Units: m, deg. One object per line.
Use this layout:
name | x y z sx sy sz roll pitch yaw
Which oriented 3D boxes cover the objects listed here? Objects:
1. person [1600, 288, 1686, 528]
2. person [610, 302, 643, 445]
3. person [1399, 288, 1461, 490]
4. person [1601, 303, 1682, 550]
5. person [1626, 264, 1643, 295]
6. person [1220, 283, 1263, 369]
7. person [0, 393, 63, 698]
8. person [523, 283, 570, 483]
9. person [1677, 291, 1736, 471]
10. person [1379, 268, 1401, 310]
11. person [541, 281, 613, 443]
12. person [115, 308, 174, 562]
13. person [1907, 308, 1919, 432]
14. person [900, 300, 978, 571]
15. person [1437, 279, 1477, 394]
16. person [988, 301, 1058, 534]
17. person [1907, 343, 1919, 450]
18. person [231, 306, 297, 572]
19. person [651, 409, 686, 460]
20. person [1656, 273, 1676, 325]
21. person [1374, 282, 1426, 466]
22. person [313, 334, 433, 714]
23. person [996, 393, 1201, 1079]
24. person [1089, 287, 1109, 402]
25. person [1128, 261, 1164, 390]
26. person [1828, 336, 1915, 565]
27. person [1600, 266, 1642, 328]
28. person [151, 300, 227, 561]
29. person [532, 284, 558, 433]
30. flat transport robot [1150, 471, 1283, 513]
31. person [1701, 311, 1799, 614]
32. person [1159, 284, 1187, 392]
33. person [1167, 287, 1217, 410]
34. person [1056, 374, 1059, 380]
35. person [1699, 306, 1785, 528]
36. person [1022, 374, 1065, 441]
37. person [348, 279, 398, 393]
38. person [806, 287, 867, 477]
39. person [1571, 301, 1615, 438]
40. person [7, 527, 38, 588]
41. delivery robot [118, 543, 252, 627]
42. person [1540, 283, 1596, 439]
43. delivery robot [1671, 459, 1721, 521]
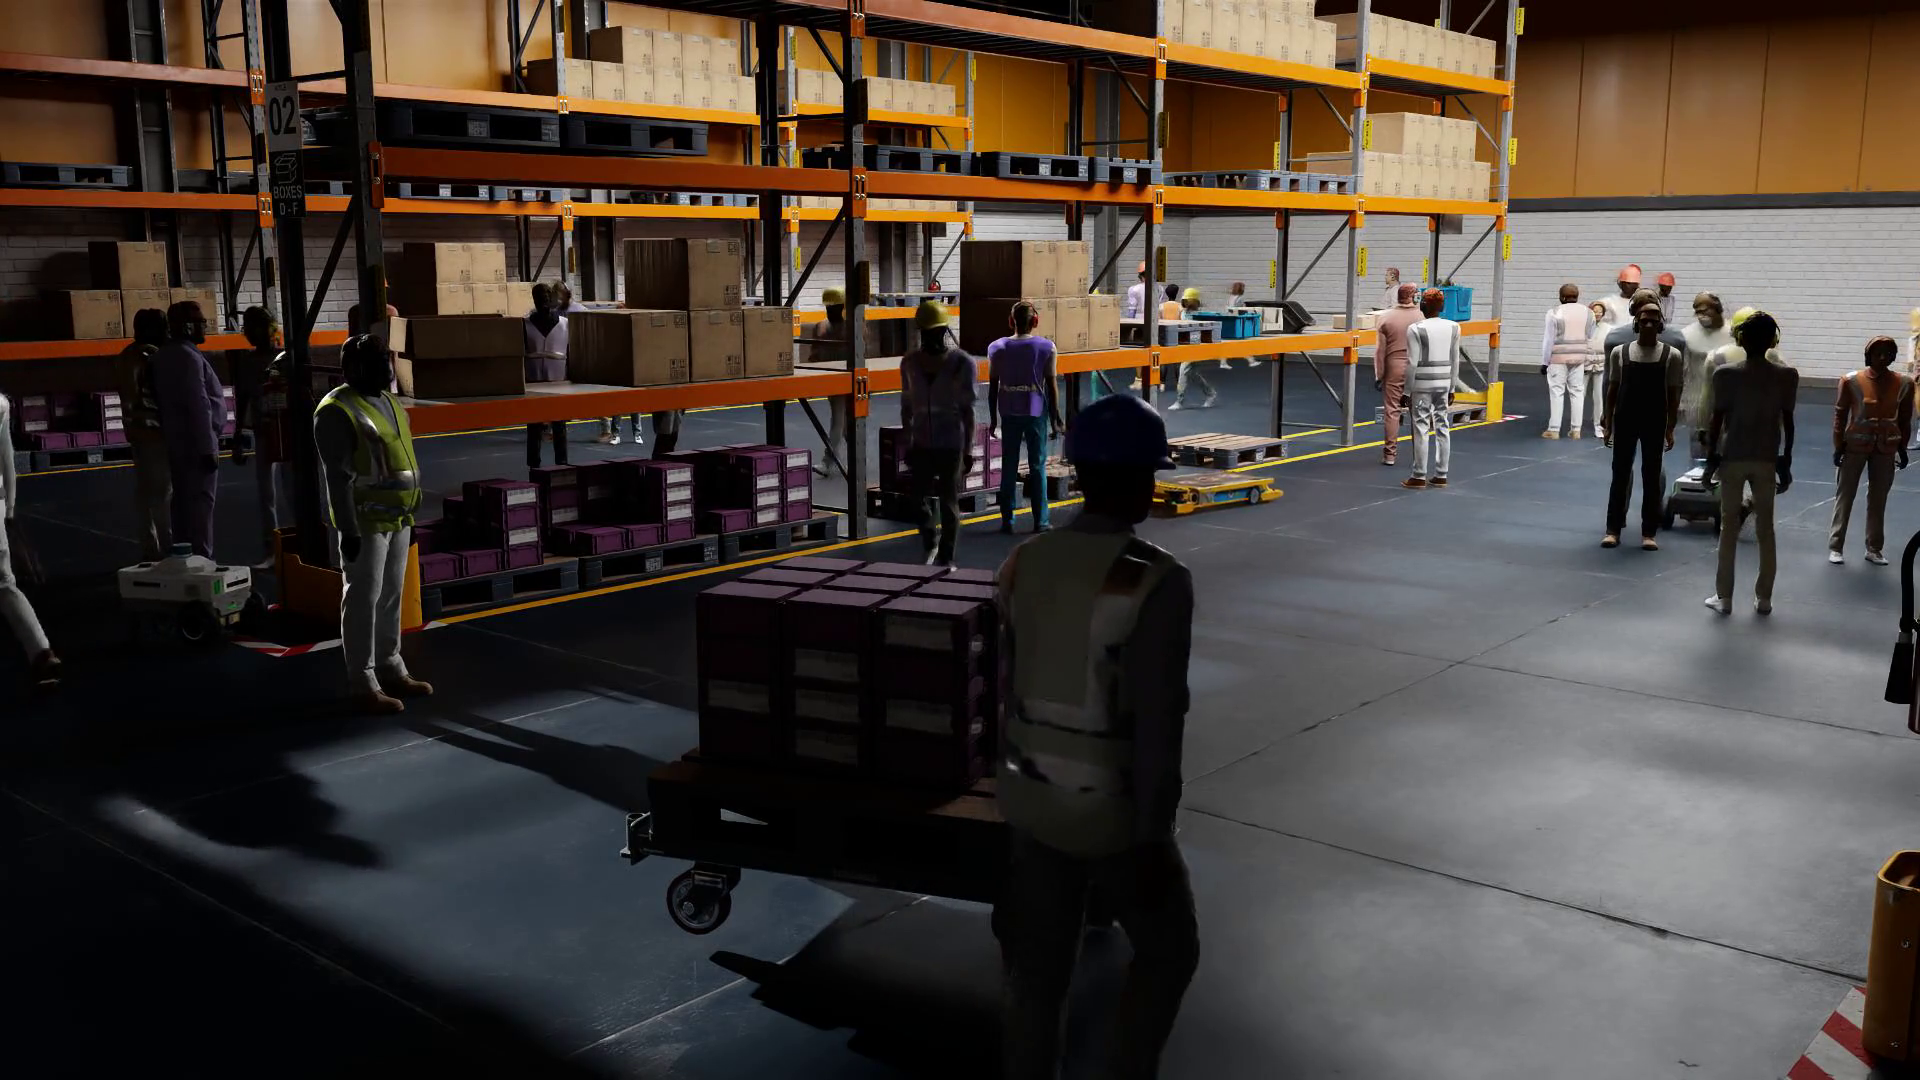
person | 5.488 -1.054 13.420 0.627 1.934 0.371 2 10 10
person | -3.859 -1.915 19.163 0.504 1.636 0.280 -2 10 -10
person | 4.398 -1.410 15.587 0.573 1.883 0.355 -3 11 -19
person | 5.100 -0.844 12.471 0.507 1.847 0.345 5 11 25
person | 10.740 -3.414 26.673 0.379 1.996 0.611 2 10 14
person | 5.244 -3.987 31.053 0.837 1.593 0.536 -3 10 -16
person | -4.896 -0.110 8.264 0.832 1.860 0.584 6 12 32
person | -3.969 -1.491 15.947 0.591 1.919 0.392 -3 10 -17
person | 6.466 -1.165 14.174 0.794 1.891 0.445 3 10 15
person | 7.556 -3.812 29.198 0.408 1.908 0.643 2 10 12
person | -4.527 -2.057 19.308 0.799 1.887 0.569 6 11 30
person | -5.626 -0.701 11.678 0.619 1.840 0.430 9 13 40
person | 11.727 -2.196 20.027 0.563 1.887 0.968 3 11 18
person | -0.156 -0.668 11.304 0.587 1.911 0.412 4 11 23
person | 6.755 -2.680 22.938 0.740 1.842 0.549 3 10 17
person | 0.495 -0.956 13.126 0.563 1.838 0.389 2 10 12
person | 10.809 -1.841 18.379 0.330 1.765 0.533 -6 11 -30
person | -4.820 -0.703 11.638 0.573 1.860 0.403 2 10 11
person | -2.530 -1.262 14.586 0.379 1.937 0.548 2 10 10
person | 10.897 -3.249 26.066 0.548 1.889 1.013 -3 10 -14
person | 4.623 -1.710 17.243 0.638 1.904 0.402 3 10 16
person | -2.859 -0.085 8.160 0.429 1.844 0.626 2 10 9
person | 0.323 0.620 3.942 0.548 1.912 0.616 -9 13 -41
person | 1.784 -2.486 22.117 0.737 1.725 0.537 -8 13 -38
person | 2.933 -3.399 26.453 0.607 2.044 0.377 -3 10 -18
person | 6.498 -0.637 11.869 0.514 1.641 0.315 2 10 11
person | 8.120 -2.315 20.315 0.650 2.024 0.553 -1 10 -4
person | -5.082 -0.630 11.073 0.406 1.911 0.639 -9 13 -41
person | -5.029 -2.201 20.331 0.406 1.810 0.644 -7 12 -35
flat transport robot | 2.139 -0.436 14.627 1.431 0.197 0.652 -9 13 -41
person | 4.873 -0.474 10.294 0.514 1.871 0.327 2 10 13
person | 3.319 -3.170 26.126 0.540 1.697 0.318 2 10 10
person | 3.283 -2.689 23.354 0.802 1.711 0.484 -4 11 -20
person | 1.641 -3.724 28.633 0.372 1.928 0.543 -5 11 -24
person | 6.141 -0.928 13.061 0.625 1.804 0.700 4 11 20
person | 1.053 -2.004 19.590 0.876 1.649 0.551 -5 11 -28
person | -6.495 -1.987 18.559 0.614 1.990 0.392 2 10 11
person | -1.236 -1.578 16.583 0.589 1.869 1.006 6 12 31
person | 7.514 -2.020 19.778 0.509 1.632 0.314 2 10 10
person | -6.571 -0.572 10.675 1.075 1.921 0.636 -6 12 -33
delivery robot | -4.467 0.260 9.588 0.707 0.478 0.477 3 10 14
person | 7.179 -2.113 19.711 0.634 1.839 0.429 -1 10 -8
delivery robot | 5.988 -0.410 13.404 0.477 0.478 0.707 7 12 35
